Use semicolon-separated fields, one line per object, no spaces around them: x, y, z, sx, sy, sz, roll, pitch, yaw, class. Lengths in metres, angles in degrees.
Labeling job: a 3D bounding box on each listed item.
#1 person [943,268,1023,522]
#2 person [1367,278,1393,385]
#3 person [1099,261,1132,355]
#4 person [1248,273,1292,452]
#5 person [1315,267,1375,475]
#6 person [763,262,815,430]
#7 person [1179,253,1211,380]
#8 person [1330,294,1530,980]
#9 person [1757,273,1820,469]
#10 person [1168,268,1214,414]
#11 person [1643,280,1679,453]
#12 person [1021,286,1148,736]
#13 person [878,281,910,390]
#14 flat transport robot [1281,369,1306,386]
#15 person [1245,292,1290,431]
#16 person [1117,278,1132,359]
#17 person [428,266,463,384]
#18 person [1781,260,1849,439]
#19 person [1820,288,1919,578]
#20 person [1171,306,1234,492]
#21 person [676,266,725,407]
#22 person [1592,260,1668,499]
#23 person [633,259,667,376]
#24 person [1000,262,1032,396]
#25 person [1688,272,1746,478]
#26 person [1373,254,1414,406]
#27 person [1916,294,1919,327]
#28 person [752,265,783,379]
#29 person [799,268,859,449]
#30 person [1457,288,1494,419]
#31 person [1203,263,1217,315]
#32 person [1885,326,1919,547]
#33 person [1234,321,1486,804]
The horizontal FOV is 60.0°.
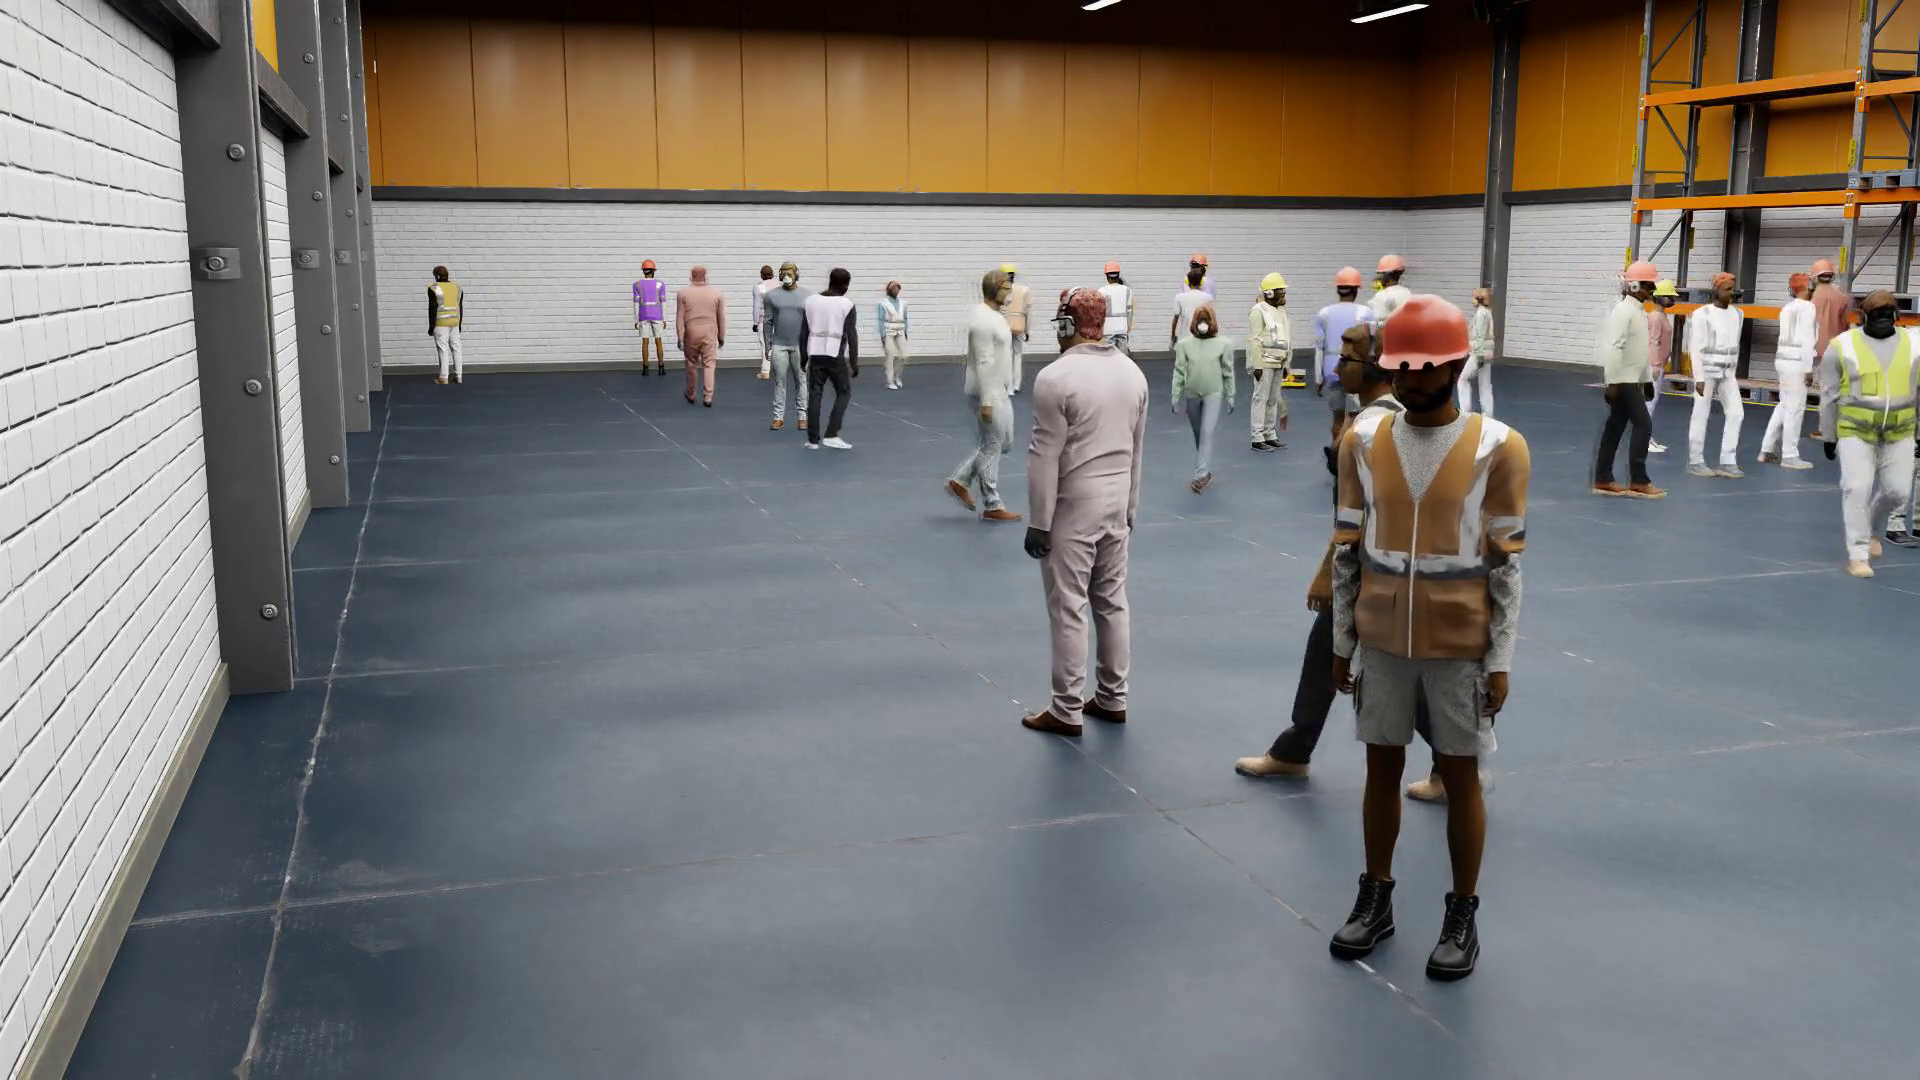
0.174;-1.090;12.627;0.541;1.929;0.644;2;10;13;person
4.826;-2.176;19.209;0.530;1.837;0.700;-6;12;-33;person
2.104;-2.872;22.931;0.542;1.931;0.376;-5;11;-27;person
3.214;-1.833;17.183;0.403;1.837;0.588;8;13;39;person
3.444;-1.501;15.015;0.553;1.916;0.696;6;12;32;person
-1.963;-2.233;19.208;0.631;1.940;0.372;0;10;1;person
3.808;-3.574;26.698;0.395;2.033;0.609;-9;13;-42;person
1.296;0.279;4.701;0.539;1.929;0.382;6;11;30;person
7.939;-1.614;15.890;0.389;1.854;0.676;2;10;9;person
2.937;-2.538;21.252;0.538;1.835;0.833;0;10;-2;person
7.185;-1.786;17.123;0.313;1.769;0.525;5;11;27;person
0.510;-0.123;7.116;0.647;1.903;0.402;-10;14;-44;person
-0.981;-3.057;24.874;0.533;1.622;0.383;-7;12;-34;person
5.000;-2.515;25.662;0.652;0.197;1.431;2;10;11;flat transport robot
3.447;-1.963;18.603;0.505;1.614;0.393;8;13;38;person
2.459;-3.285;26.118;0.544;1.647;0.896;-5;11;-25;person
-8.055;-3.356;26.003;0.430;1.839;0.619;7;12;36;person
9.450;-2.114;18.454;0.649;1.954;0.925;0;10;-2;person
5.792;-0.682;10.570;0.637;1.822;0.524;2;10;12;person
2.090;-1.222;14.355;0.517;1.584;0.881;4;11;23;person
-3.487;-2.733;22.329;0.677;1.851;0.993;-3;10;-17;person
5.676;-1.320;13.815;0.775;1.967;0.654;6;12;33;person
-5.160;-3.698;27.709;0.542;1.931;0.376;-2;10;-9;person
0.707;-3.017;23.828;0.612;1.900;0.606;-2;10;-10;person
6.874;-1.469;15.000;0.595;1.855;0.725;-3;10;-16;person
4.656;-2.051;17.918;0.606;2.028;0.512;-8;13;-39;person
11.300;-2.278;19.173;0.689;2.000;0.537;0;10;1;person
-3.124;-3.551;27.127;0.624;1.841;0.430;-8;12;-38;person
-1.385;-1.873;17.313;0.659;1.884;0.394;3;10;19;person
6.116;-2.188;19.848;0.610;1.616;0.548;5;11;26;person
4.186;-3.921;29.014;0.584;1.927;0.367;4;10;20;person
6.757;-0.861;11.578;0.592;1.828;0.404;-3;10;-16;person
1.548;0.084;6.220;0.936;1.808;0.515;3;10;18;person
